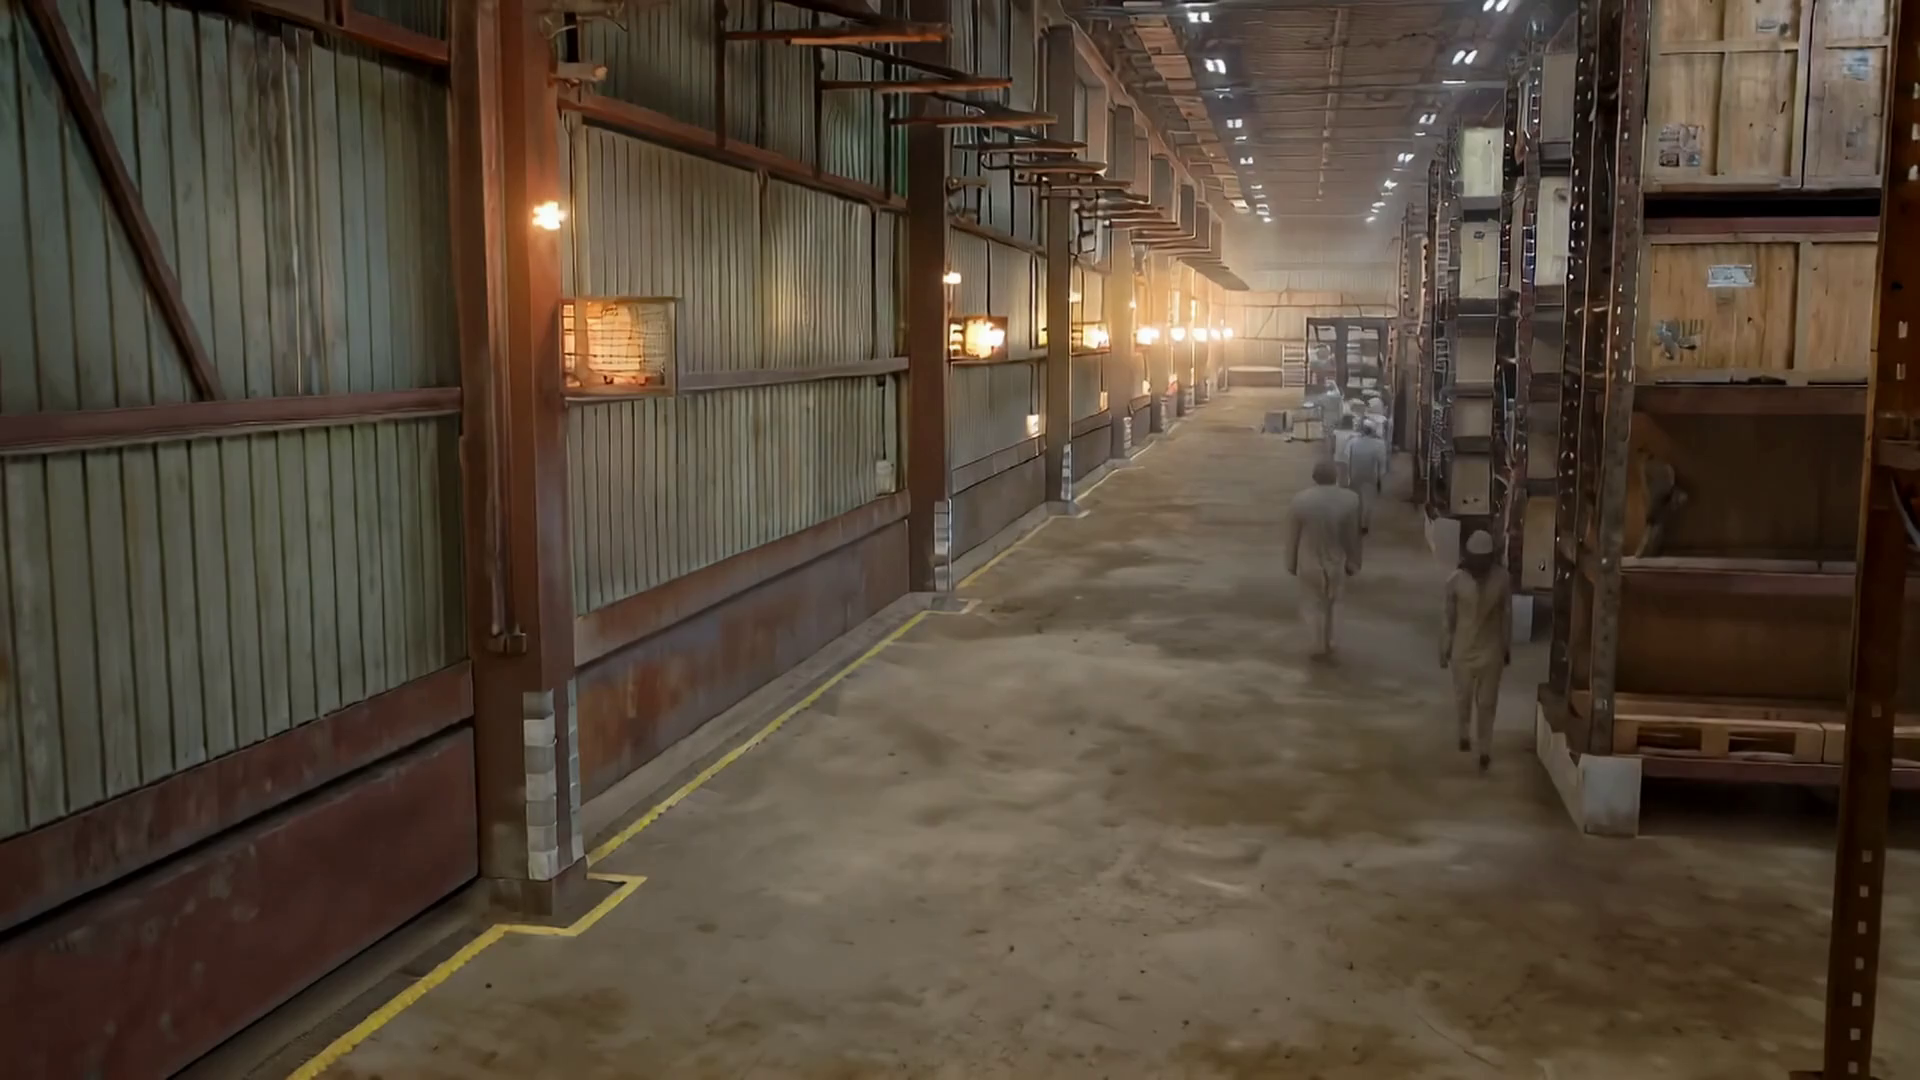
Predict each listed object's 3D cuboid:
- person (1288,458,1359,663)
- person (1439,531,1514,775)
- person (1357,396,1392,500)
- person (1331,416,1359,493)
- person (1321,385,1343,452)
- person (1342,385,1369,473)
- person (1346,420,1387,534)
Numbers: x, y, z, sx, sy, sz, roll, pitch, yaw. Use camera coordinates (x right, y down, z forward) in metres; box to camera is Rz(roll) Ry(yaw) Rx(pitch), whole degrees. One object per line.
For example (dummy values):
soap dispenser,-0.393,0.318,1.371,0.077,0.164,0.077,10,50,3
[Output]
person,3.442,0.175,15.804,0.651,1.912,0.814,2,7,12
person,3.698,0.770,11.933,0.503,1.695,0.917,2,7,14
person,7.679,-1.707,30.849,0.642,1.917,0.726,2,7,13
person,6.818,-1.396,29.596,0.514,1.611,0.752,4,8,28
person,9.589,-3.122,42.854,0.560,1.752,0.325,2,7,16
person,8.540,-2.386,36.207,0.630,1.942,0.945,-1,7,-8
person,6.163,-0.940,25.287,0.625,1.778,0.736,4,8,27
